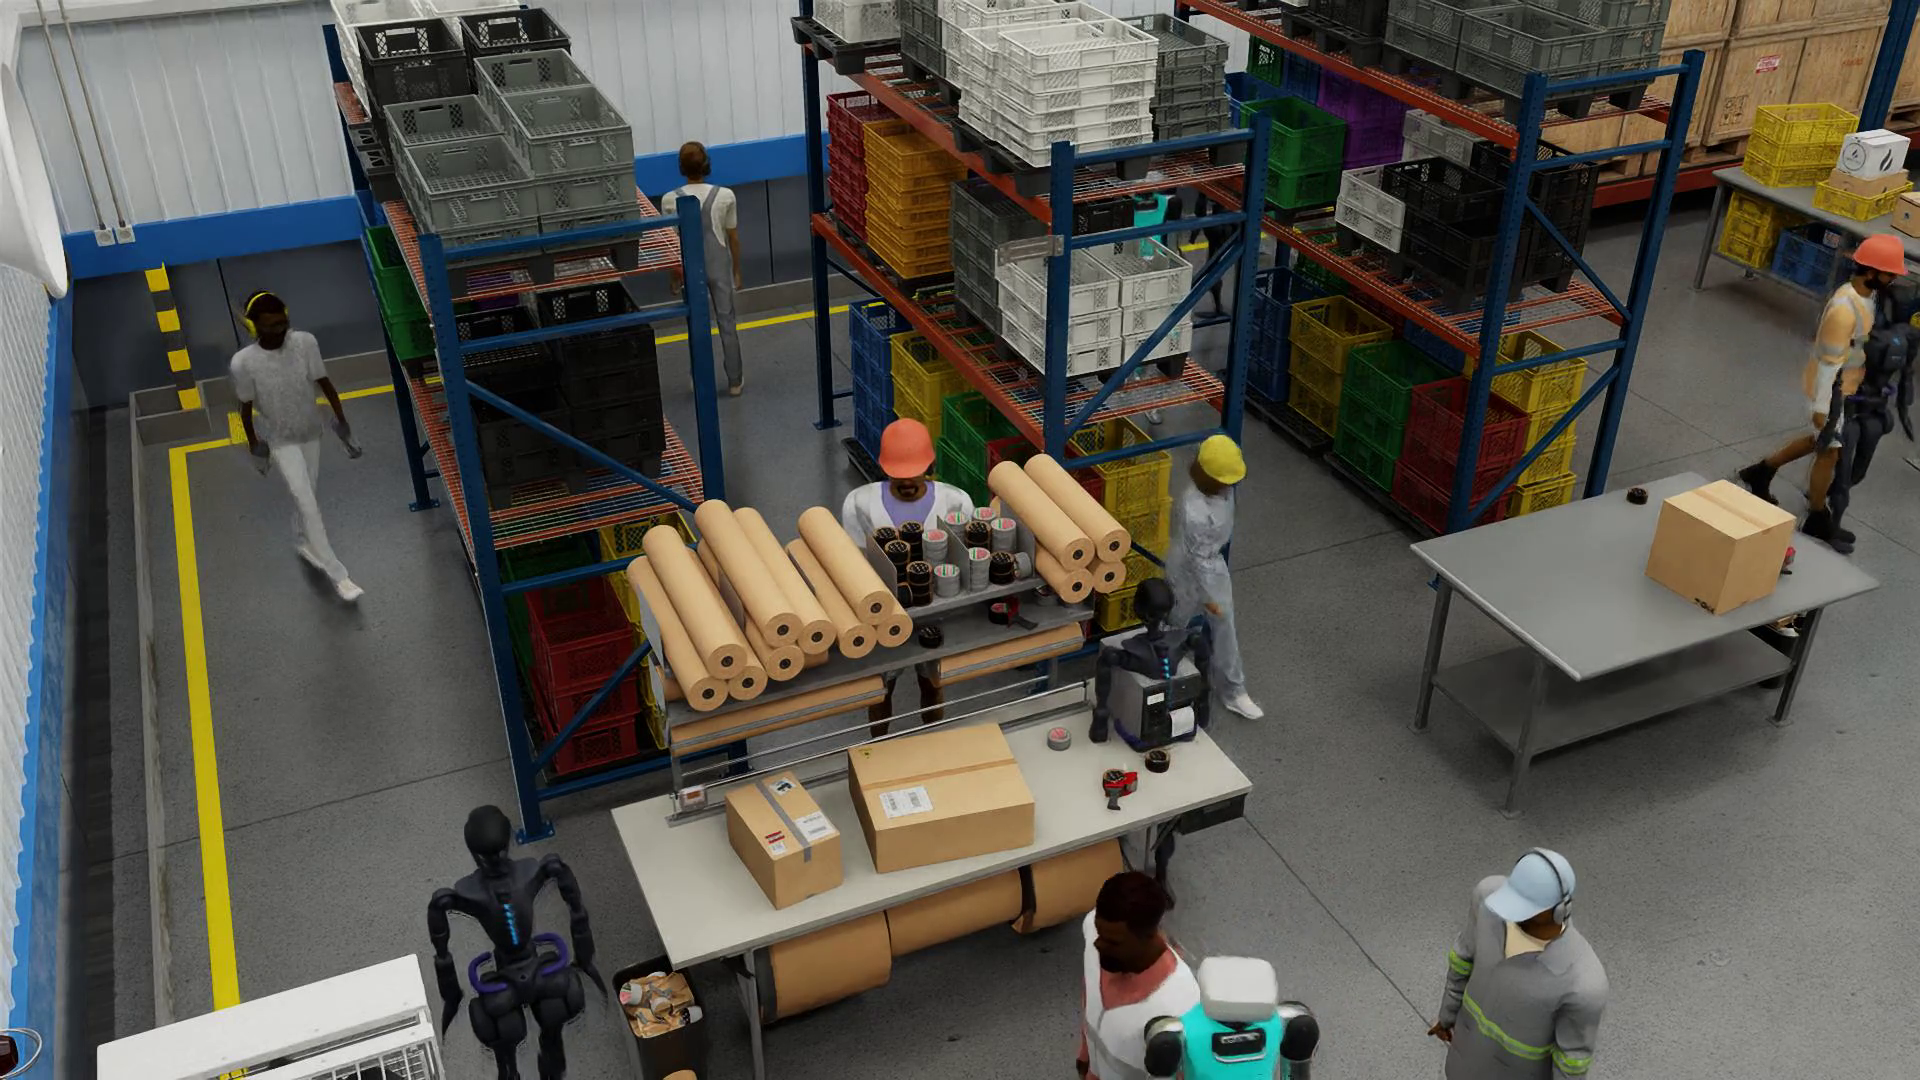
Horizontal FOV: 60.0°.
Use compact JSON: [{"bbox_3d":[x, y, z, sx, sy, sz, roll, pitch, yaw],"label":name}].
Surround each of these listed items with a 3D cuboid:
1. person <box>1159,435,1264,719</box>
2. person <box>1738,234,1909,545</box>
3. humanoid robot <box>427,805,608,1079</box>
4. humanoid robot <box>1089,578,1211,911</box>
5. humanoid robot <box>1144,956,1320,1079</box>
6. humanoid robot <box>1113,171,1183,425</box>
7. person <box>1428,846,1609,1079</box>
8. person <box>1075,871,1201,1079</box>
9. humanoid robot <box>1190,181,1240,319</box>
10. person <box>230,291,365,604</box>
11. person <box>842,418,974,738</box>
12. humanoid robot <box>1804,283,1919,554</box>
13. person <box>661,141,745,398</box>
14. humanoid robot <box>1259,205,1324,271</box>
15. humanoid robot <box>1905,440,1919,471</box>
[{"bbox_3d":[1.252,0.172,8.338,0.765,1.682,0.543,21,37,30],"label":"person"},{"bbox_3d":[5.186,-0.919,9.893,0.728,1.918,0.550,22,38,31],"label":"person"},{"bbox_3d":[-1.556,1.645,5.967,0.600,1.632,0.613,-14,34,-21],"label":"humanoid robot"},{"bbox_3d":[0.818,0.892,7.178,0.611,1.644,0.377,-11,33,-18],"label":"humanoid robot"},{"bbox_3d":[0.851,2.176,5.056,0.533,1.773,0.837,-5,32,-8],"label":"humanoid robot"},{"bbox_3d":[1.256,-1.550,11.090,0.550,1.727,1.043,-6,32,-9],"label":"humanoid robot"},{"bbox_3d":[1.814,1.748,5.622,0.389,1.852,0.586,-15,35,-22],"label":"person"},{"bbox_3d":[0.614,1.799,5.504,0.640,1.895,0.599,-15,35,-23],"label":"person"},{"bbox_3d":[2.067,-2.450,12.613,0.610,1.645,0.474,-17,35,-25],"label":"humanoid robot"},{"bbox_3d":[-3.680,-0.534,9.356,0.961,1.823,0.512,25,39,34],"label":"person"},{"bbox_3d":[-0.235,0.353,7.707,0.604,2.045,0.375,-3,32,-4],"label":"person"},{"bbox_3d":[5.385,-0.739,9.870,0.611,1.653,0.632,-6,32,-9],"label":"humanoid robot"},{"bbox_3d":[-1.759,-1.828,11.438,0.504,1.842,0.348,-7,32,-11],"label":"person"},{"bbox_3d":[2.558,-2.980,13.415,0.988,1.738,0.544,19,36,28],"label":"humanoid robot"},{"bbox_3d":[6.190,-1.045,10.250,0.552,1.742,0.959,-6,32,-10],"label":"humanoid robot"}]
